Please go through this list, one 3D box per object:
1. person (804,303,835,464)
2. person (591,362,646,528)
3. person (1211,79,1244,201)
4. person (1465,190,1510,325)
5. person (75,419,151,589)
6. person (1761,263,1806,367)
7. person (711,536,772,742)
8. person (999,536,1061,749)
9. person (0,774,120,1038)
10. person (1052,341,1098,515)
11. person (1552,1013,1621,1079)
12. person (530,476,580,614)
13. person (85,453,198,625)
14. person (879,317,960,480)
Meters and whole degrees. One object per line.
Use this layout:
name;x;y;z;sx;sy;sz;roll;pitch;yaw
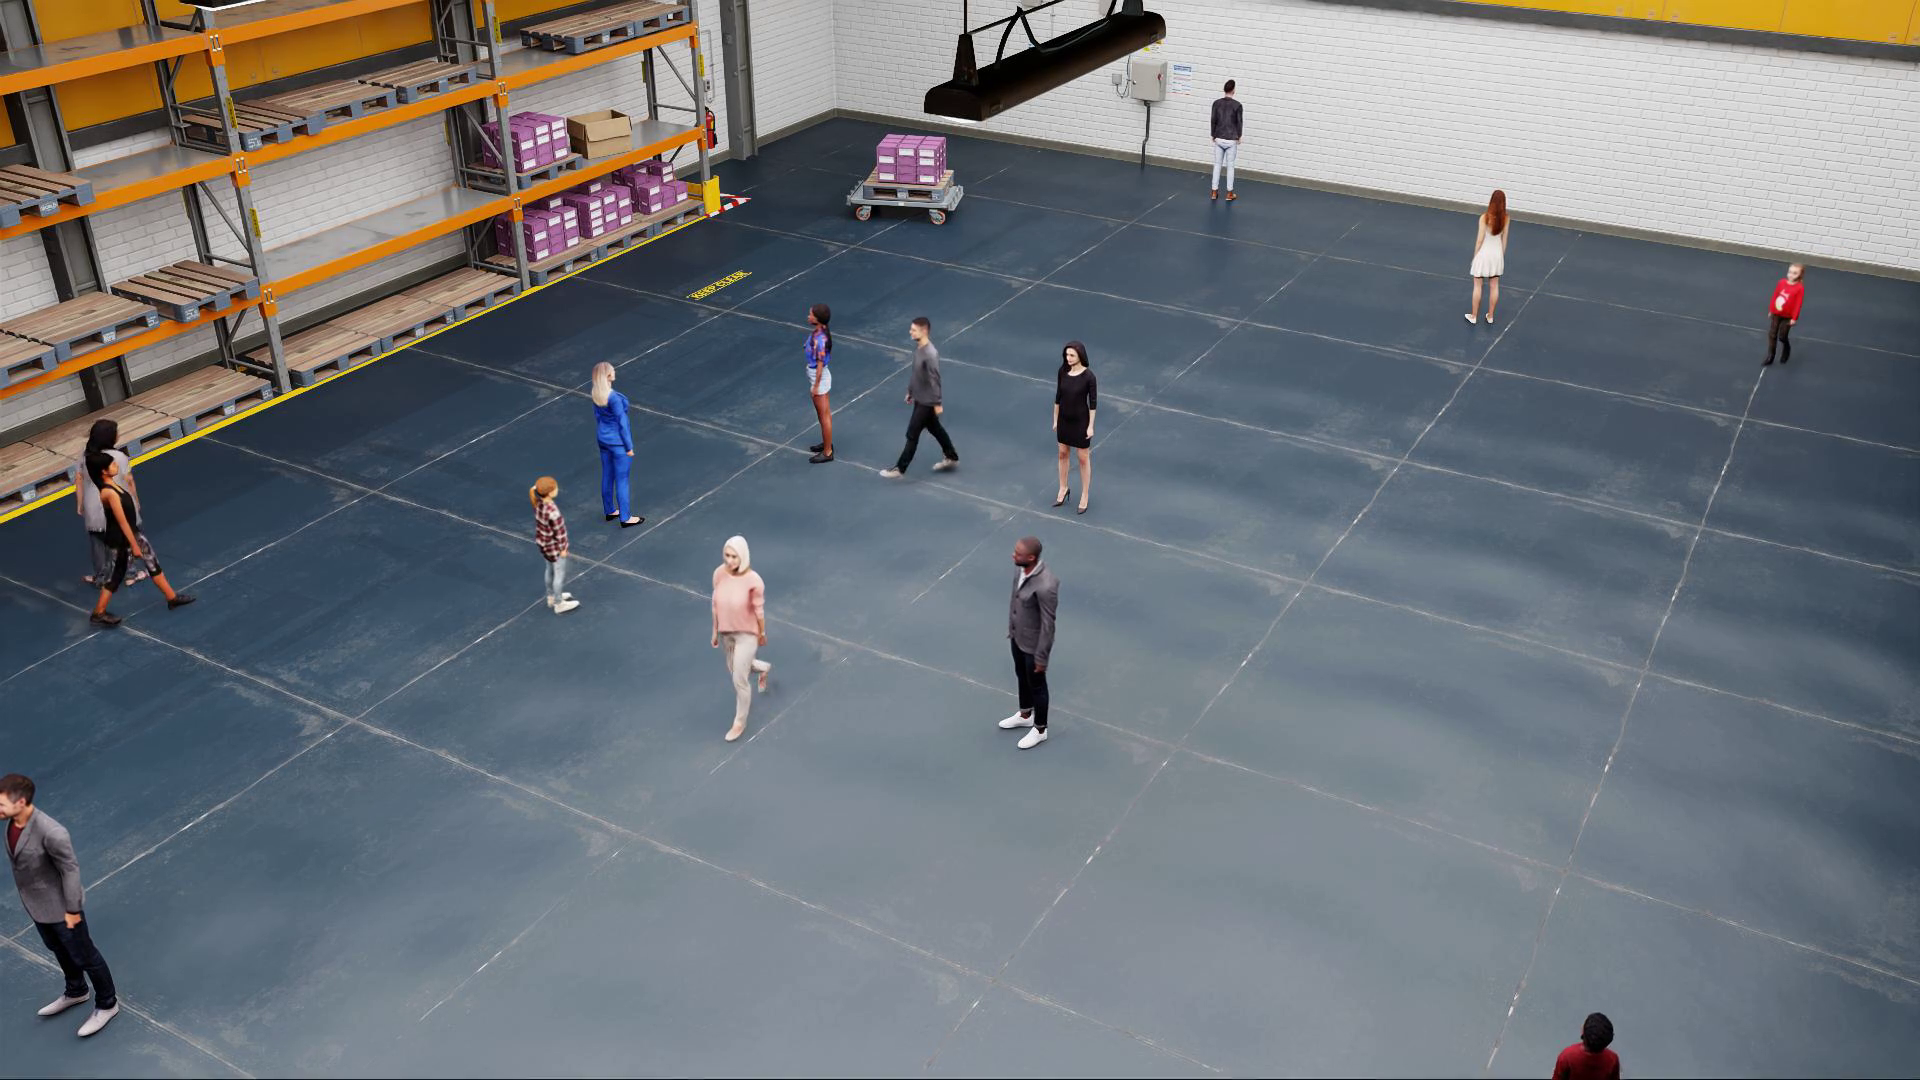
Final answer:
person;-1.457;-1.660;17.412;0.727;1.742;0.625;-1;29;-2
person;-3.365;-0.934;16.123;0.667;1.701;0.631;25;37;37
person;4.086;-6.141;25.528;0.670;1.836;0.571;12;31;22
person;6.663;-3.570;20.947;0.646;1.710;0.672;-1;29;-2
person;-7.778;-0.306;15.098;0.921;1.581;0.935;-8;30;-15
person;9.837;-2.693;19.796;0.687;1.273;0.608;-19;34;-31
person;-1.707;0.692;13.143;0.625;1.701;1.030;13;31;22
person;0.566;0.763;12.895;0.814;1.813;0.796;-12;31;-20
person;-5.567;2.198;10.201;0.665;1.874;0.575;15;32;26
person;1.132;-1.117;16.353;0.624;1.802;0.532;19;34;31
person;3.427;3.131;9.148;0.679;1.246;0.777;-1;29;-2
person;-3.636;0.023;14.782;0.598;1.305;0.586;-21;35;-33
person;-7.359;0.021;14.460;1.181;1.618;0.986;-14;32;-25
person;-0.282;-1.445;17.045;1.204;1.715;1.099;-9;30;-16
